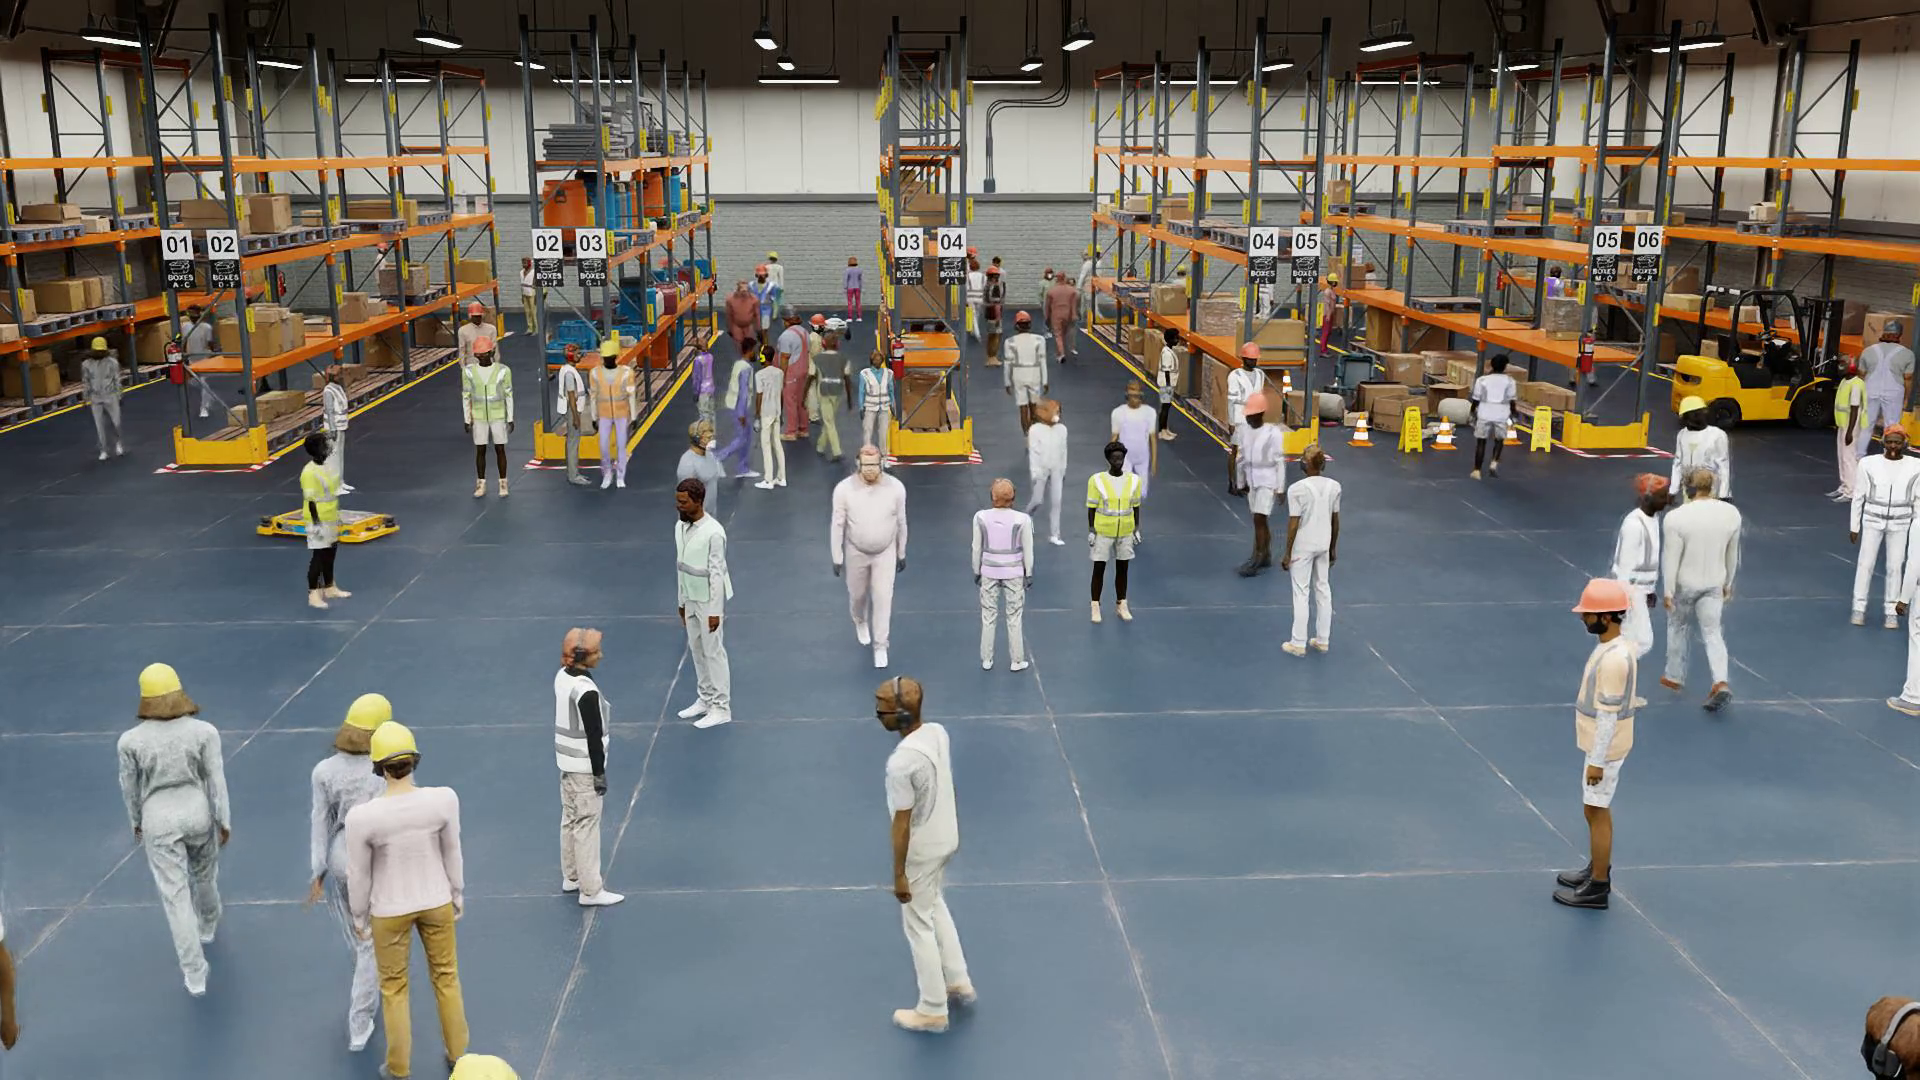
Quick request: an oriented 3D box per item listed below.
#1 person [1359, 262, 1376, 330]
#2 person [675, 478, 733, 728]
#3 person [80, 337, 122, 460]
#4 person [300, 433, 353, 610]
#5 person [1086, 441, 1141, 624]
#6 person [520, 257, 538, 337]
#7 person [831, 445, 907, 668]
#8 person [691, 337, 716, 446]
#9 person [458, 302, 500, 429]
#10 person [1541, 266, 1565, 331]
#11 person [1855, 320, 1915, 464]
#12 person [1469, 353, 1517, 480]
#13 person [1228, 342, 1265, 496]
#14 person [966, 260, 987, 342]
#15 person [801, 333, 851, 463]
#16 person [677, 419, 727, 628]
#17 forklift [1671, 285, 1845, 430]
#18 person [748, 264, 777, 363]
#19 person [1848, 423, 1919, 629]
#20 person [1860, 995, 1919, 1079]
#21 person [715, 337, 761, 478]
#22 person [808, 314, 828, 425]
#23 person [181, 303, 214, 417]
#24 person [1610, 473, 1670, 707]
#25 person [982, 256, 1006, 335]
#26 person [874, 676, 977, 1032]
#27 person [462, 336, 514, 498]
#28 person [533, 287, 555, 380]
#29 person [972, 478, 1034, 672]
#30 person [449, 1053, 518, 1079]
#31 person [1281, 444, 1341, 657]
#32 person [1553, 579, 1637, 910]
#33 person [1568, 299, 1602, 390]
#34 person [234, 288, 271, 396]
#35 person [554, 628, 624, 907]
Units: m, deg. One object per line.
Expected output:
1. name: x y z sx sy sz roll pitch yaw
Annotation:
1. person: 9.802 -5.848 39.915 0.274 1.632 0.505 11 17 39
2. person: -1.944 0.462 12.604 0.391 1.911 0.584 -11 17 -39
3. person: -12.047 -1.985 23.344 0.516 1.721 0.363 -4 14 -18
4. person: -6.092 -0.196 15.882 0.324 1.672 0.630 0 13 0
5. person: 1.416 -0.073 15.315 0.532 1.697 0.319 -3 14 -13
6. person: -9.990 -5.652 38.660 0.559 1.835 0.394 10 17 36
7. person: -0.780 0.088 14.265 0.650 1.877 0.870 -1 13 -5
8. person: -3.733 -2.144 24.213 0.310 1.640 0.514 3 14 14
9. person: -7.462 -2.701 25.848 0.619 1.983 0.405 -6 15 -25
10. person: 12.689 -4.936 35.619 0.429 1.838 0.621 -9 16 -32
11. person: 12.657 -2.002 22.748 0.685 2.000 0.535 13 18 43
12. person: 6.993 -1.611 21.846 0.587 1.676 0.344 4 14 16
13. person: 3.623 -1.526 20.954 0.553 1.935 0.363 -8 15 -30
14. person: 0.331 -5.424 37.721 0.583 1.838 1.028 -4 14 -18
15. person: -1.843 -1.992 23.281 0.674 1.788 0.990 -6 15 -25
16. person: -2.366 -0.142 15.121 0.368 1.932 0.623 3 14 11
17. forklift: 12.503 -2.886 26.166 2.313 2.155 1.214 -1 13 -3
18. person: -4.043 -4.655 34.056 0.615 2.016 0.873 2 14 10
19. person: 8.440 -0.131 15.165 0.588 1.882 0.348 7 15 26
20. person: 2.807 2.261 5.117 0.625 1.844 0.429 -7 15 -27
21. person: -2.955 -1.729 21.935 0.642 1.891 0.606 -3 14 -14
22. person: -2.248 -2.704 26.336 0.343 1.749 0.573 -2 13 -9
23. person: -12.421 -2.943 27.145 0.538 1.851 0.535 -1 13 -2
24. person: 5.267 0.400 12.935 0.399 1.868 0.590 8 16 31
25. person: 0.791 -5.730 38.959 0.600 1.839 0.494 5 14 20
26. person: -0.188 1.539 8.204 0.405 1.825 0.546 6 14 23
27. person: -5.880 -1.530 20.745 0.613 2.041 0.393 -2 13 -8
28. person: -7.852 -3.892 31.346 0.326 1.767 0.533 0 13 0
29. person: 0.357 0.299 13.863 0.522 1.638 0.306 3 14 13
30. person: -1.253 2.365 4.972 0.563 1.703 0.872 -10 17 -37
31. person: 3.012 0.092 14.308 0.518 1.842 0.328 -5 14 -20
32. person: 3.666 1.166 9.587 0.386 1.924 0.548 5 14 20
33. person: 11.309 -3.612 30.092 0.628 1.791 0.876 -2 13 -8
34. person: -12.612 -3.520 29.523 0.569 1.881 1.013 3 14 11
35. person: -2.176 1.302 9.614 0.311 1.638 0.521 -8 16 -32
